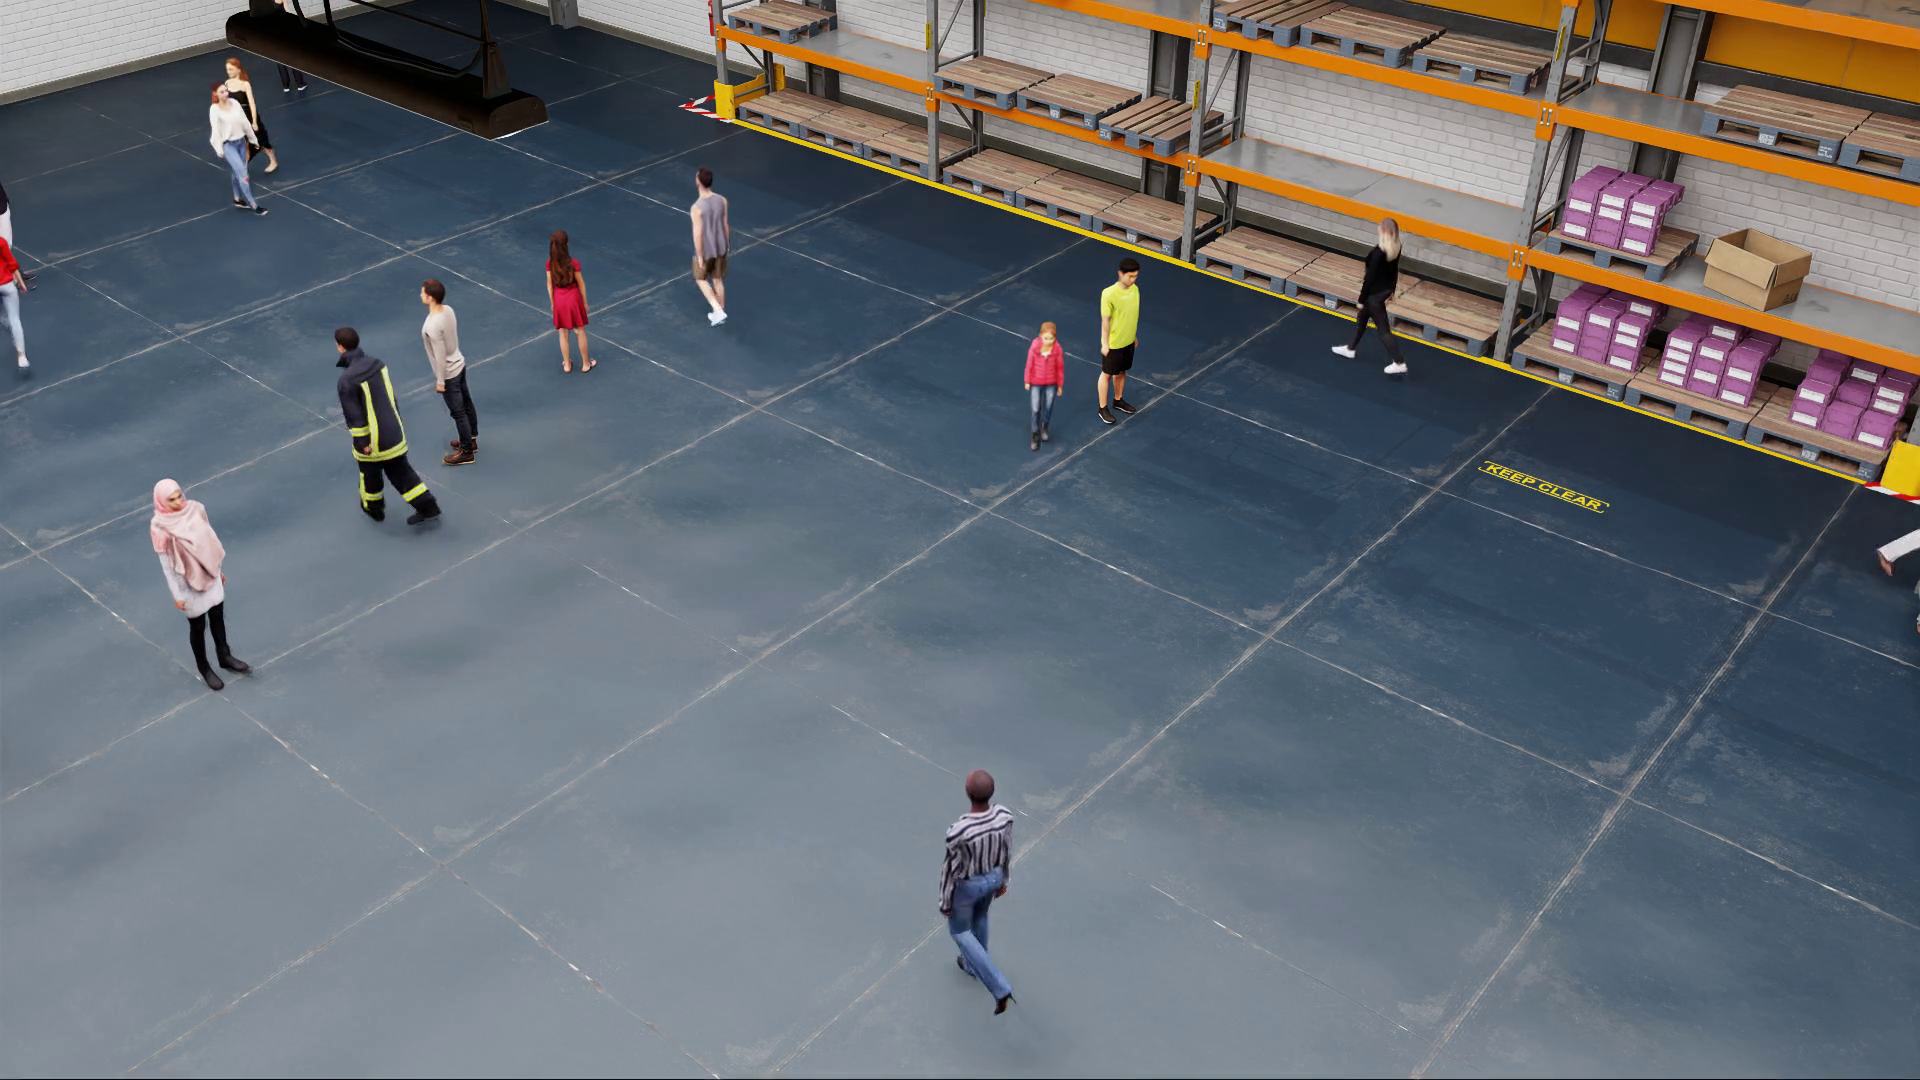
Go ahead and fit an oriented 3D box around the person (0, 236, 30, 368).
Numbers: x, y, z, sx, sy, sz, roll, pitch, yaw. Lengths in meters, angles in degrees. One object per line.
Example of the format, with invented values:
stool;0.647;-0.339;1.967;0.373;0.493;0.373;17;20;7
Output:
person;-9.943;-2.557;17.229;0.926;1.663;1.225;-16;37;-23

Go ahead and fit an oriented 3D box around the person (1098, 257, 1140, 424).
person;1.551;-1.995;16.347;0.650;1.705;0.574;-26;42;-33

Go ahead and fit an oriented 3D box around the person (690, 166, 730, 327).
person;-2.653;-3.131;18.031;0.715;1.834;0.824;-24;40;-31

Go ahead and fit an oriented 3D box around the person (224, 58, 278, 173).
person;-9.252;-5.481;21.711;1.103;1.573;0.987;7;34;10

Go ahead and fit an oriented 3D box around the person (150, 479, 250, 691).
person;-5.870;0.315;12.781;0.661;1.803;0.688;16;37;22

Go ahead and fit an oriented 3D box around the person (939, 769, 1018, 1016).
person;0.146;2.159;10.034;0.762;1.774;0.975;-22;39;-29

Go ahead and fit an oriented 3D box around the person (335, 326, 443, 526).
person;-5.056;-0.938;14.603;1.151;1.875;0.926;11;35;16

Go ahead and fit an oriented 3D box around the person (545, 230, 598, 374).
person;-4.053;-2.467;17.192;0.683;1.554;0.743;-1;34;-2

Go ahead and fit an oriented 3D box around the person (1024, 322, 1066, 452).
person;0.812;-1.546;16.037;0.739;1.300;0.787;0;34;1

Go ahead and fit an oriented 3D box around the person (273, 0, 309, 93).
person;-10.084;-7.546;24.664;0.661;1.743;0.713;-5;34;-7

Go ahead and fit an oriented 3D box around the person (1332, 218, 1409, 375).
person;4.380;-2.467;17.111;1.125;1.644;0.634;27;42;34

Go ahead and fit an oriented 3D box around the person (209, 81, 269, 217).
person;-9.121;-4.908;20.767;1.011;1.662;0.751;15;37;22

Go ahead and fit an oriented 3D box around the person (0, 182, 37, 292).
person;-10.952;-3.743;18.850;0.799;1.844;0.673;-12;35;-17

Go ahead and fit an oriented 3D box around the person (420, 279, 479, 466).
person;-4.773;-1.581;15.577;0.779;1.868;0.742;1;34;1
